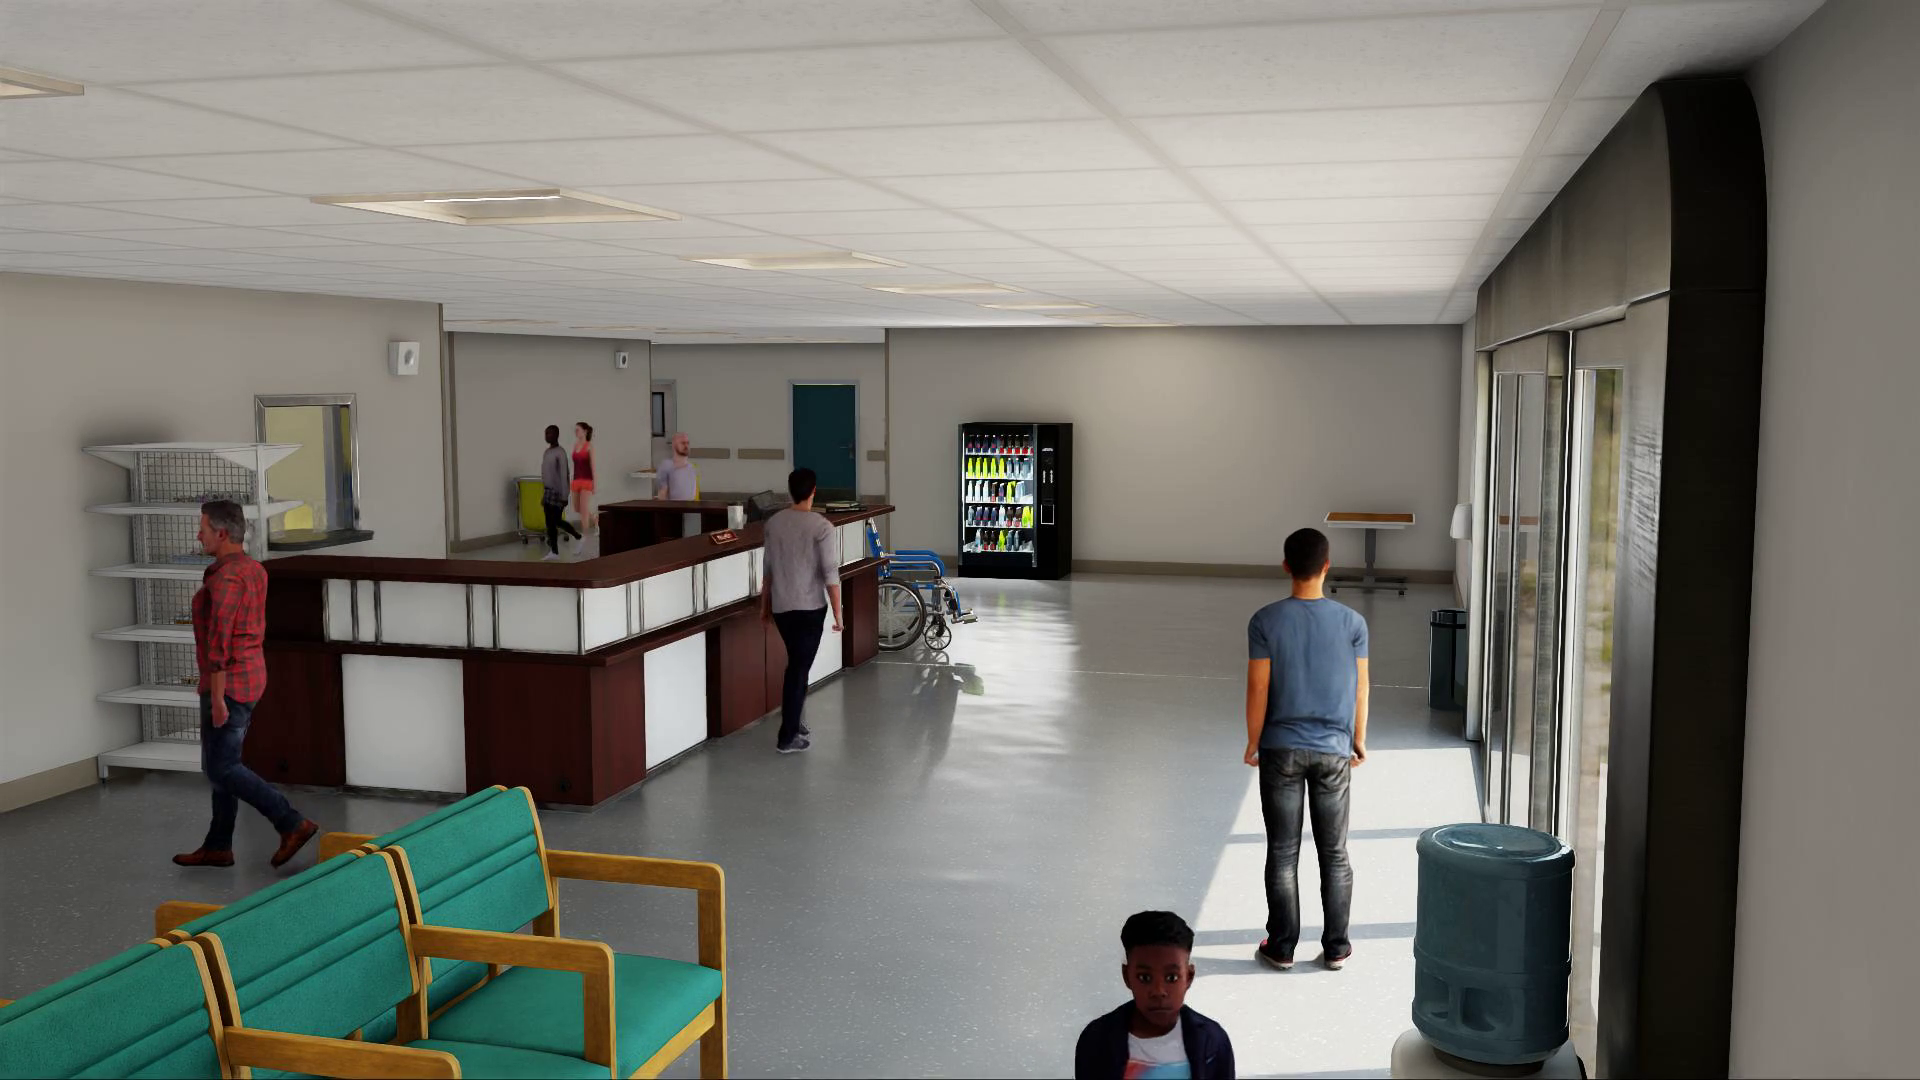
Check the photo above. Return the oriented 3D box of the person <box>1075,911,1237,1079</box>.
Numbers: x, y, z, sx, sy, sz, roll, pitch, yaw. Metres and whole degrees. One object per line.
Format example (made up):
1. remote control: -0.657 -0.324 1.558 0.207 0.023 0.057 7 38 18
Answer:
1. person: 0.433 1.435 3.769 0.740 1.257 0.709 0 6 -1

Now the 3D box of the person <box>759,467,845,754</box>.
1. person: -1.087 0.463 10.621 0.736 1.820 0.854 3 7 28

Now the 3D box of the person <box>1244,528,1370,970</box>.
1. person: 1.424 0.853 6.823 0.554 1.804 0.759 0 6 3

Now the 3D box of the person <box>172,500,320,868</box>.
1. person: -3.471 0.720 8.080 1.095 1.818 0.908 0 6 -5

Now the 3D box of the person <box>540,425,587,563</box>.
1. person: -5.122 -0.590 21.391 0.928 1.759 0.929 -6 8 -44

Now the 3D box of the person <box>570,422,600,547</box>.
1. person: -5.264 -0.792 23.519 0.928 1.735 0.800 3 7 31

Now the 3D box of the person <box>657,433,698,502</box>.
1. person: -2.922 -0.164 16.936 1.065 1.803 1.283 -6 8 -44
